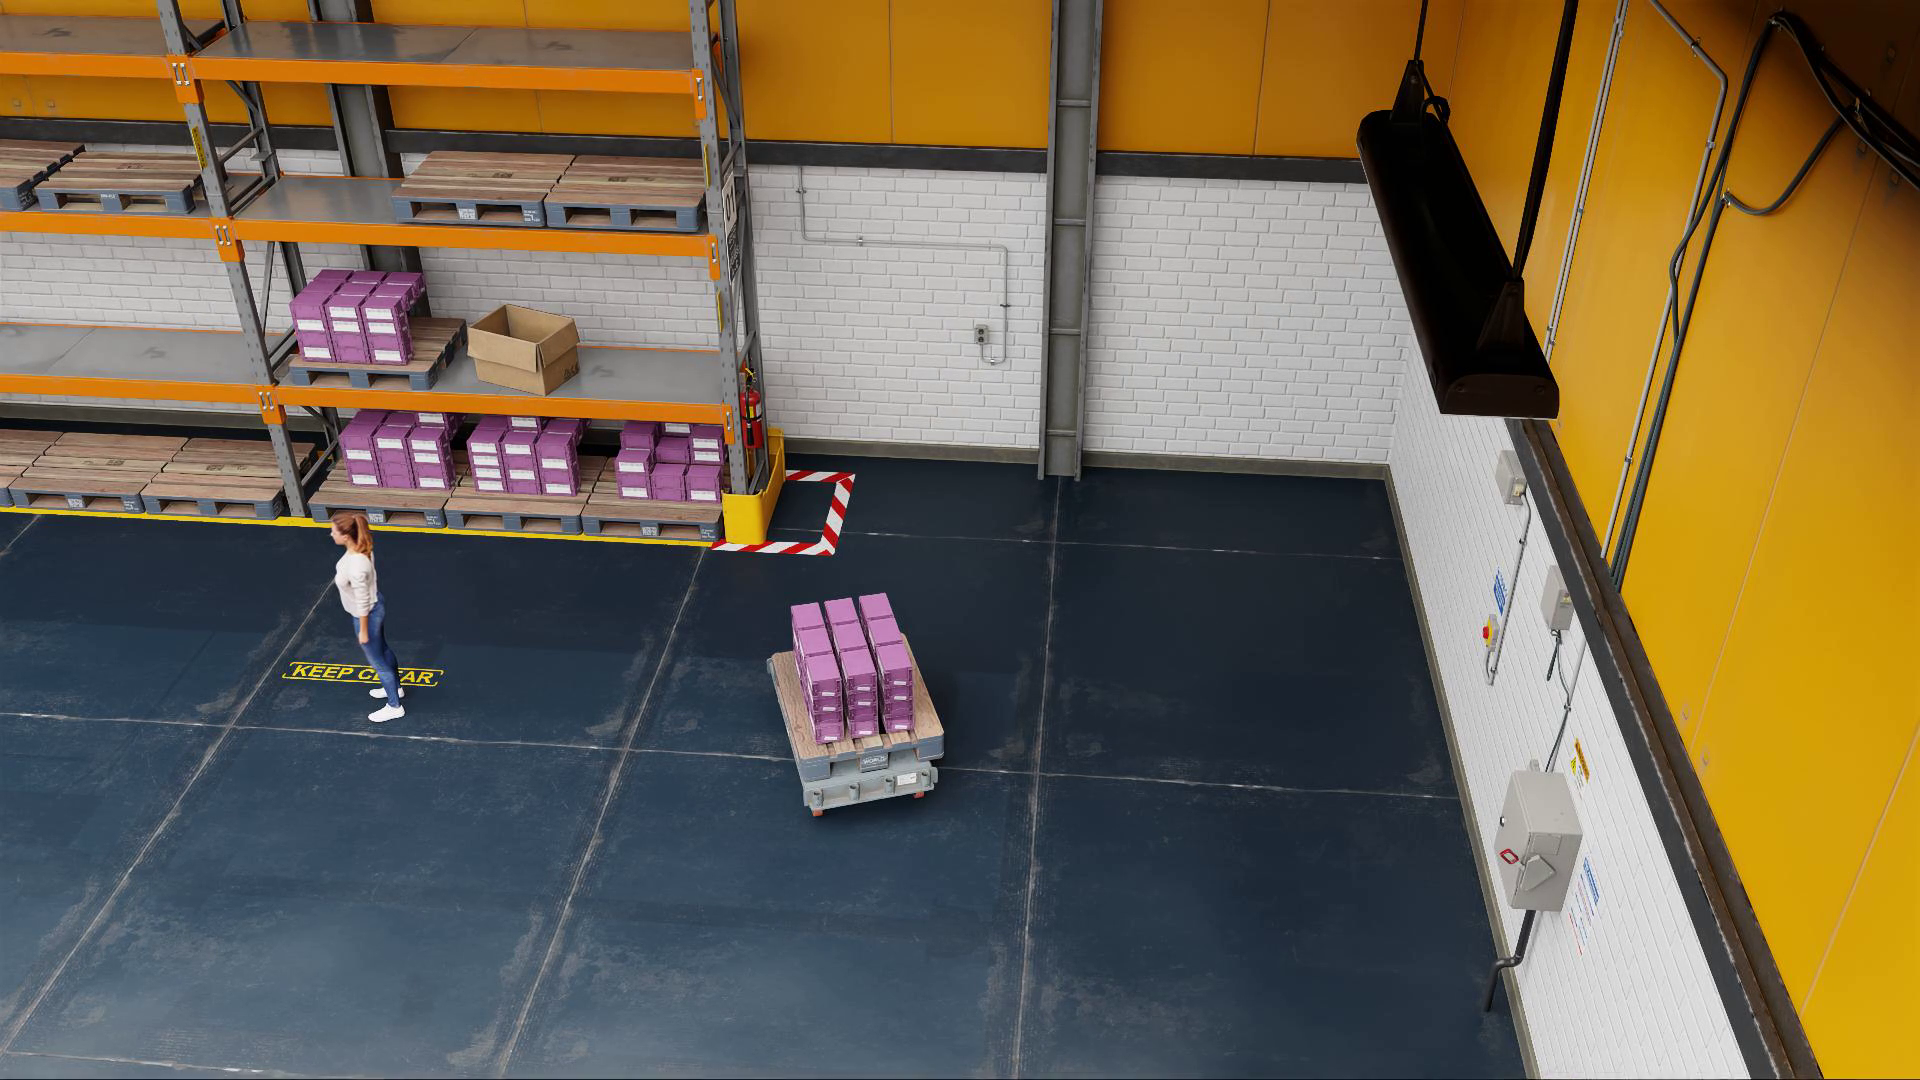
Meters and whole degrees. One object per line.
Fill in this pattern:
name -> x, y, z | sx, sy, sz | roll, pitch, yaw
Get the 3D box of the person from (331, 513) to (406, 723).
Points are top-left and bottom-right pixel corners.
person -> -4.286, 0.540, 12.061 | 0.636, 1.720, 0.674 | -8, 34, -11
